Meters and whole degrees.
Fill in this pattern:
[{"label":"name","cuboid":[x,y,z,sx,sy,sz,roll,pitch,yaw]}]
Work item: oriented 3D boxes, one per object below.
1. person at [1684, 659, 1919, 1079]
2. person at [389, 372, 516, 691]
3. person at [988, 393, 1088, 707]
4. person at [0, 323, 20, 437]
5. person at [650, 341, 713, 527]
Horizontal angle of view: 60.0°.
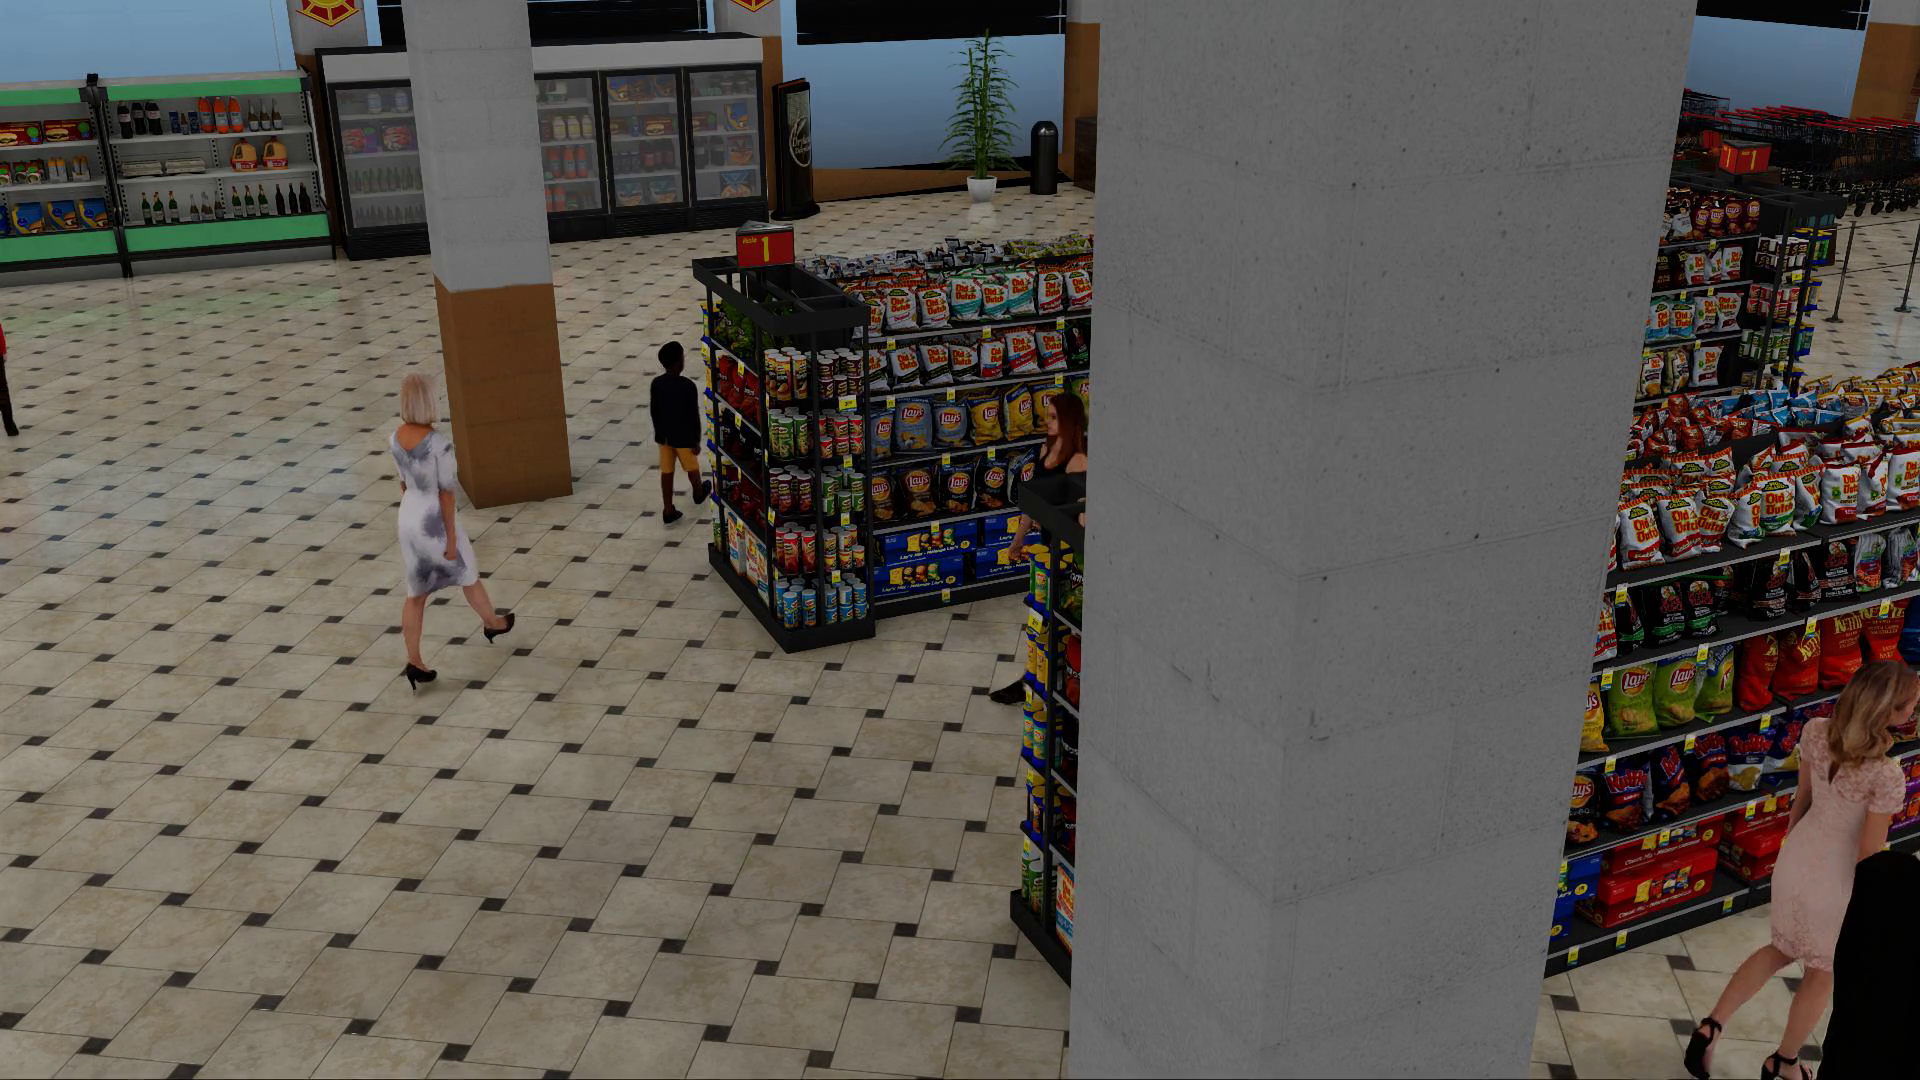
[{"label":"person","cuboid":[2.897,1.226,5.750,0.886,1.806,0.635,-8,23,-20]},{"label":"person","cuboid":[-2.899,-0.006,8.950,1.029,1.707,1.097,8,23,20]},{"label":"person","cuboid":[0.629,0.038,8.853,0.977,1.697,0.614,-8,23,-18]},{"label":"person","cuboid":[-7.764,-1.470,13.191,0.876,1.261,0.697,-16,27,-35]},{"label":"person","cuboid":[-1.956,-0.700,11.295,0.851,1.246,0.879,5,22,13]}]
